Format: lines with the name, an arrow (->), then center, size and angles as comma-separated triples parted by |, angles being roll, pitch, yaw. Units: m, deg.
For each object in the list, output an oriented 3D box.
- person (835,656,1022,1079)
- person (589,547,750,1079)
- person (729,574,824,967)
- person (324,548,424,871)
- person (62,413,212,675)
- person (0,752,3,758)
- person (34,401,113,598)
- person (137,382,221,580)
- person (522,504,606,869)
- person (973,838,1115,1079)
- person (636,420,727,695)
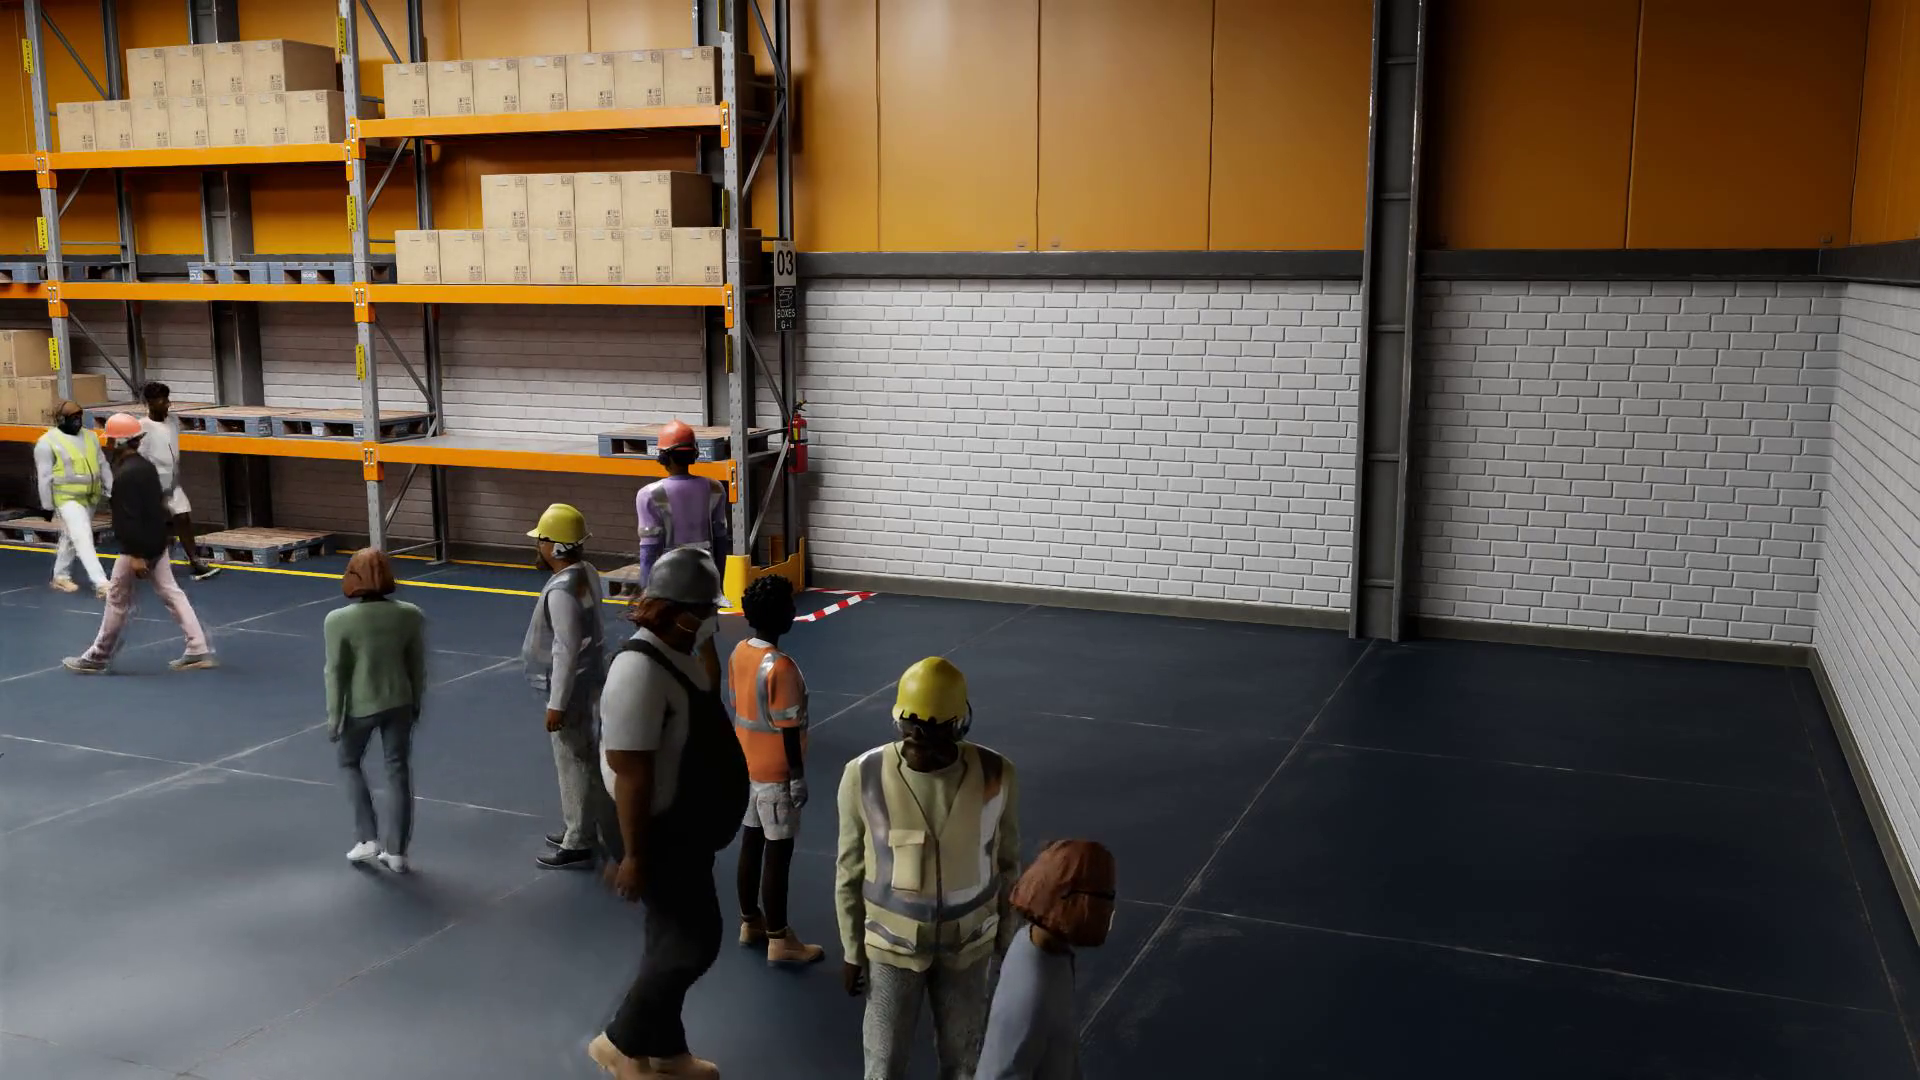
person -> -0.091, 1.250, 5.206 | 0.591, 1.829, 0.404 | -2, 9, -9
person -> -1.028, 1.010, 6.021 | 0.541, 2.000, 0.708 | 0, 9, 2
person -> -0.815, 0.987, 7.200 | 0.318, 1.697, 0.535 | -6, 11, -32
person -> -2.932, 0.840, 8.304 | 0.534, 1.616, 0.458 | -8, 12, -41
person -> -6.078, 0.033, 12.265 | 1.049, 1.934, 0.640 | -1, 9, -5
person -> -6.255, 0.524, 9.868 | 0.793, 1.739, 0.521 | -3, 10, -20
person -> -8.043, -0.375, 15.179 | 0.959, 1.792, 0.635 | 3, 10, 18
person -> -7.617, -0.550, 15.870 | 1.027, 1.909, 0.625 | 3, 10, 20
person -> -1.984, 0.726, 8.362 | 0.404, 1.837, 0.590 | -1, 9, -3
person -> 0.146, 1.530, 4.203 | 0.660, 1.591, 0.498 | 0, 9, -1
person -> -1.766, 0.266, 10.519 | 0.609, 2.044, 0.396 | -7, 12, -36
